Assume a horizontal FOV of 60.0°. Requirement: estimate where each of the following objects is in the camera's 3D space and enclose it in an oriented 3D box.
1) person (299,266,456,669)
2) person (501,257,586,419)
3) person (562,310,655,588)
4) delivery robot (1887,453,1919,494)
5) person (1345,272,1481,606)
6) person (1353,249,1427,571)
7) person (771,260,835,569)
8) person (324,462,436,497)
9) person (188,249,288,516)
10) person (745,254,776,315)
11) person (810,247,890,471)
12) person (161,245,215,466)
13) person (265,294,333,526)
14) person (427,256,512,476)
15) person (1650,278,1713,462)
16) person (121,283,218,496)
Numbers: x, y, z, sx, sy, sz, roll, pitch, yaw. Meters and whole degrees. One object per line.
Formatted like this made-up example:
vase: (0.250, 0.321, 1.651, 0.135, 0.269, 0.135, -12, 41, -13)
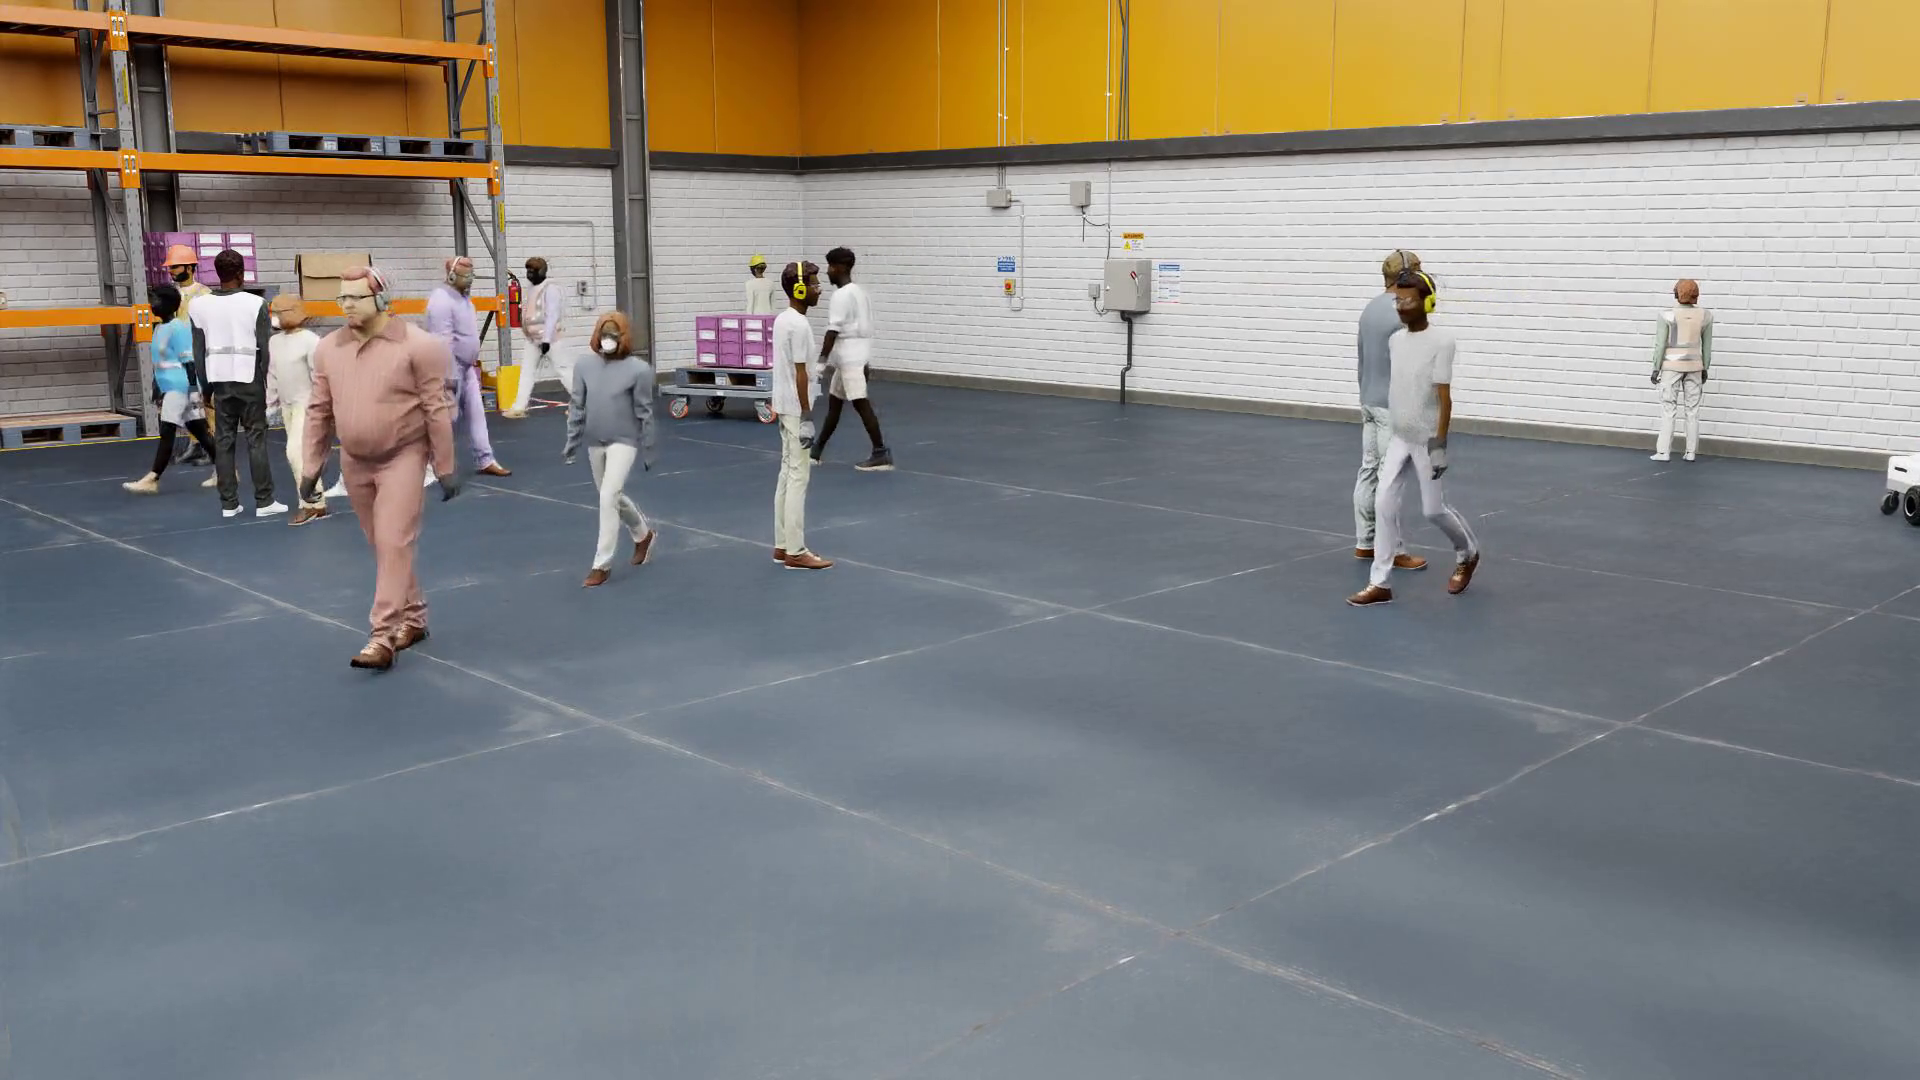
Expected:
person: (-2.793, -0.336, 7.832, 0.671, 1.866, 0.913, 3, 11, 14)
person: (-4.622, -2.255, 18.553, 0.999, 1.791, 0.653, -10, 14, -43)
person: (-2.026, -0.572, 9.862, 0.505, 1.595, 0.825, 4, 11, 21)
delivery robot: (6.916, -0.454, 11.819, 0.477, 0.478, 0.707, 1, 10, 4)
person: (2.567, -0.556, 9.152, 0.881, 1.838, 0.527, -6, 12, -29)
person: (2.621, -0.787, 10.114, 0.375, 1.940, 0.627, -2, 11, -12)
person: (-0.982, -0.755, 10.156, 0.327, 1.861, 0.514, -4, 11, -19)
person: (-4.554, -1.198, 13.009, 0.886, 1.701, 0.507, -9, 14, -40)
person: (-5.199, -1.117, 11.967, 0.587, 1.920, 0.390, 0, 10, 2)
person: (-2.673, -2.906, 22.141, 0.326, 1.767, 0.533, 9, 13, 39)
person: (-1.047, -1.553, 14.336, 0.984, 1.910, 0.633, 2, 11, 11)
person: (-6.777, -1.617, 14.642, 0.551, 1.936, 0.356, 5, 12, 27)
person: (-4.697, -0.906, 11.641, 0.516, 1.607, 0.561, 6, 12, 30)
person: (-4.242, -1.429, 13.854, 0.833, 1.858, 0.712, 0, 10, 2)
person: (6.433, -1.504, 14.841, 0.522, 1.639, 0.305, 0, 10, -2)
person: (-6.175, -1.190, 13.081, 0.880, 1.650, 0.543, -9, 14, -40)
